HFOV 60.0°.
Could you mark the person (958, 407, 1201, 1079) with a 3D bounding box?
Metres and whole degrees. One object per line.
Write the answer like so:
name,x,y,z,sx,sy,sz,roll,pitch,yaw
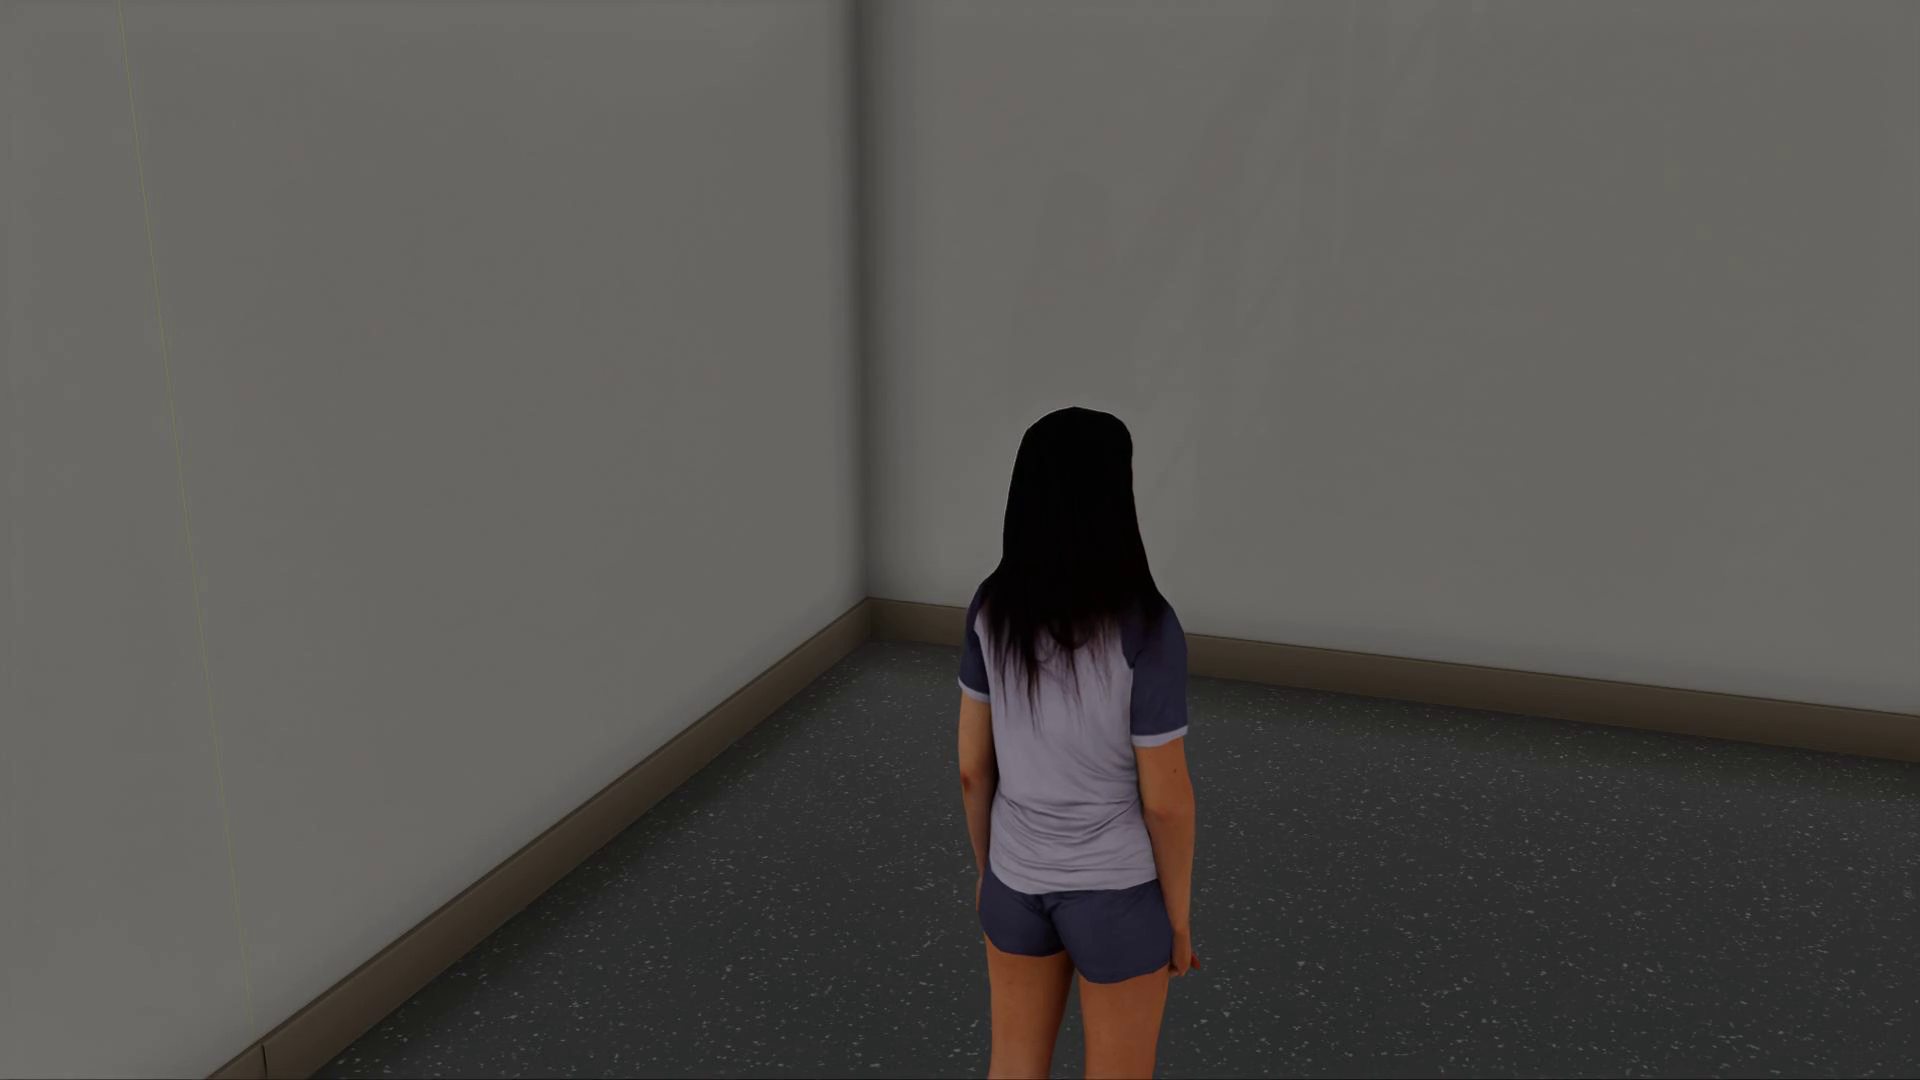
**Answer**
person,0.202,0.617,2.926,0.622,1.734,0.566,9,18,30
